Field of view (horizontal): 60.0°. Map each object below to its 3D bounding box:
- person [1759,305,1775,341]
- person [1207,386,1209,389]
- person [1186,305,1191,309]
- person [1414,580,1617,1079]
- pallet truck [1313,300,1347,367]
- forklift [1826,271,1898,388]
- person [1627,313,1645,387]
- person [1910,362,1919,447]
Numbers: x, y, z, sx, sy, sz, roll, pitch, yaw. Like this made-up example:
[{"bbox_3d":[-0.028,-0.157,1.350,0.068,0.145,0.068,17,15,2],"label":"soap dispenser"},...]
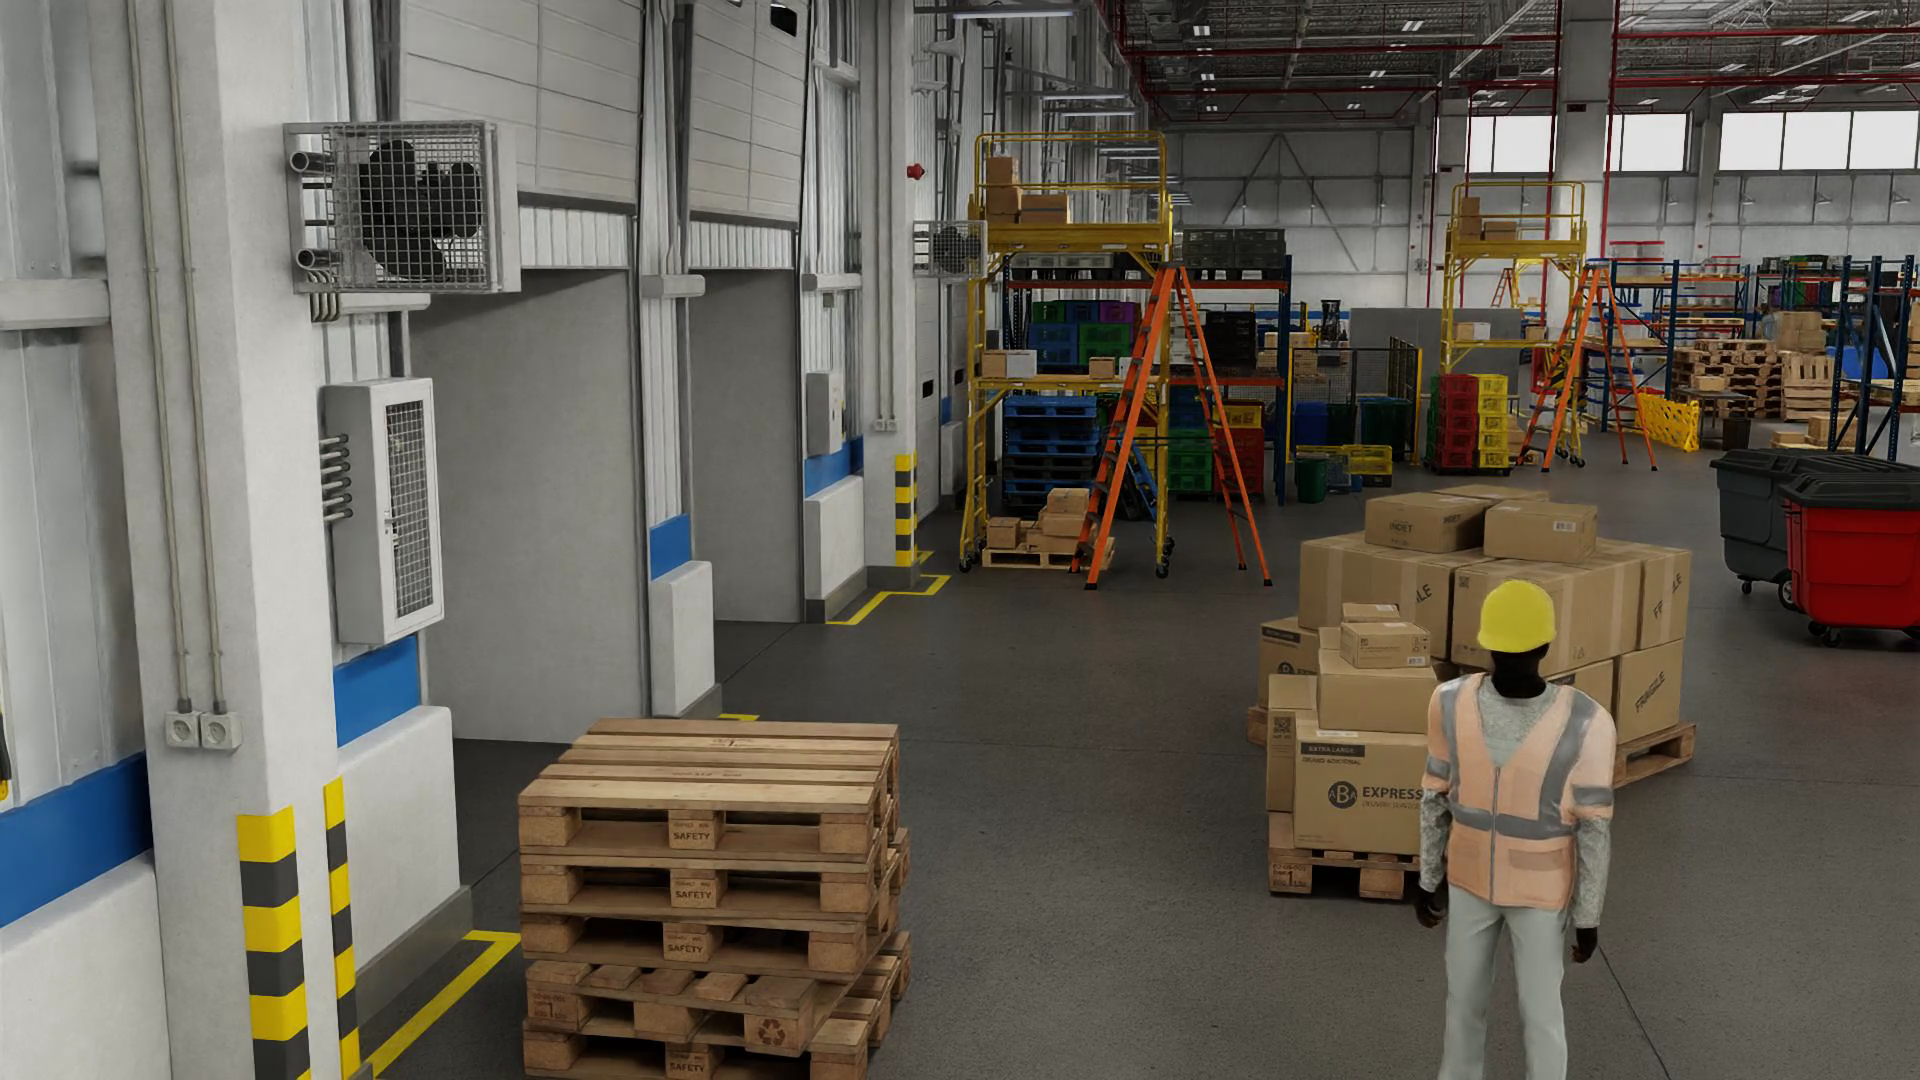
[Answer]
[{"bbox_3d":[22.159,-5.503,45.743,0.681,1.900,0.638,4,10,21],"label":"person"},{"bbox_3d":[5.159,-3.652,35.139,0.313,1.634,0.515,-5,11,-29],"label":"person"},{"bbox_3d":[6.173,-5.356,44.736,0.544,1.930,0.388,-5,11,-30],"label":"person"},{"bbox_3d":[1.699,1.064,5.175,0.590,1.918,0.398,8,12,39],"label":"person"},{"bbox_3d":[11.159,-6.200,49.718,0.823,1.965,1.885,4,10,26],"label":"pallet truck"},{"bbox_3d":[21.071,-4.771,38.191,1.873,2.768,1.129,1,9,9],"label":"forklift"},{"bbox_3d":[15.471,-4.267,38.186,1.020,1.878,0.590,-6,11,-32],"label":"person"},{"bbox_3d":[15.636,-2.368,26.891,0.320,1.739,0.485,9,13,43],"label":"person"}]
